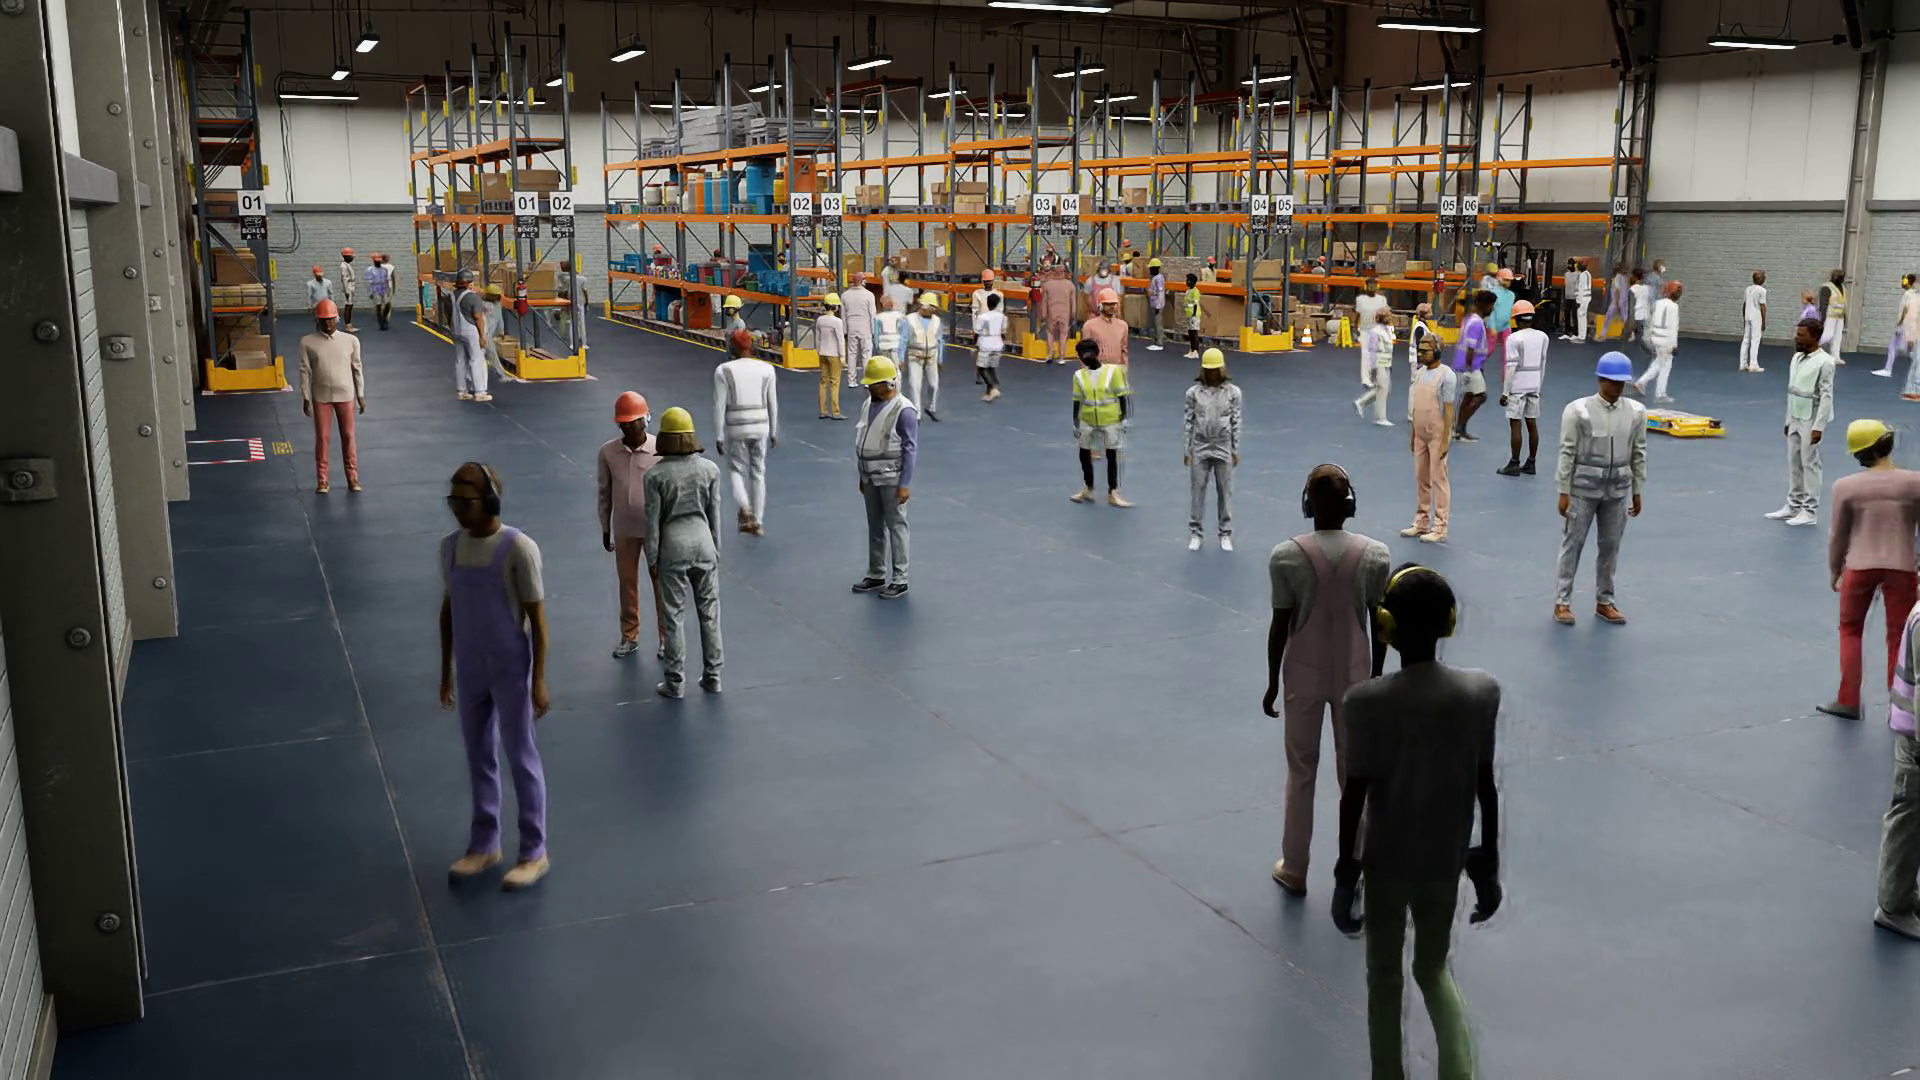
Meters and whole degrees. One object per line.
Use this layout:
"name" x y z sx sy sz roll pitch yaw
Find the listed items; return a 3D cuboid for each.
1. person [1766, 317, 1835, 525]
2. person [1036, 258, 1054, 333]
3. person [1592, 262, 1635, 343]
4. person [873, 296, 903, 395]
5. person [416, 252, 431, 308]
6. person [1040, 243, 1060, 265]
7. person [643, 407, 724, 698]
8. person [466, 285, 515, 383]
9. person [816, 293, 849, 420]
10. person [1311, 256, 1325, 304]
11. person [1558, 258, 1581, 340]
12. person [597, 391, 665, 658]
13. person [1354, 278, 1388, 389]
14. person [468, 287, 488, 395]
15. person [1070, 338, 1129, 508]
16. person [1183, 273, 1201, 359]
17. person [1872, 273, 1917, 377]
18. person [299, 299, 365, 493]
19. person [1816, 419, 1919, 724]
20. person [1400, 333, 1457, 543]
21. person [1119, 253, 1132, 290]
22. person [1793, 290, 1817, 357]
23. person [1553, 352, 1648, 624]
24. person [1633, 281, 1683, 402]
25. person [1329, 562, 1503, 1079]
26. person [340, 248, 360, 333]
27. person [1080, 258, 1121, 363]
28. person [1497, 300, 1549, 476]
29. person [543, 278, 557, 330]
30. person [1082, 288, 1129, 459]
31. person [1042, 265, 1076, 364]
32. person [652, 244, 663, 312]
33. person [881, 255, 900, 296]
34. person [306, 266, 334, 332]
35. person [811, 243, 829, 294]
"person" 7.853 -1.096 15.415 0.396 1.919 0.590 0 11 -1
"person" 1.838 -5.121 35.888 0.646 1.913 0.409 -2 11 -12
"person" 14.736 -5.291 37.095 1.013 1.796 0.495 10 15 42
"person" -1.101 -3.004 25.954 0.518 1.591 0.895 -3 11 -14
"person" -15.320 -7.312 47.430 0.345 1.759 0.519 -4 12 -20
"person" 2.583 -7.485 47.667 0.634 2.016 0.553 -2 11 -12
"person" -1.657 0.072 9.953 0.481 1.733 0.339 -6 13 -27
"person" -8.097 -3.520 28.403 1.014 1.662 0.475 3 12 16
"person" -1.785 -2.561 23.247 0.533 1.767 0.324 11 15 43
"person" 9.503 -6.618 43.931 0.348 1.744 0.575 -6 13 -29
"person" 13.937 -5.492 37.918 0.328 1.861 0.506 -6 12 -26
"person" -2.082 -0.095 10.772 0.567 1.743 0.352 2 11 8
"person" 6.794 -3.404 27.407 0.550 1.808 0.978 2 11 8
"person" -7.739 -3.174 26.388 0.334 1.753 0.562 4 12 19
"person" 1.398 -1.144 16.319 0.641 1.660 0.317 5 12 24
"person" 4.605 -4.440 32.995 0.322 1.689 0.531 -2 11 -11
"person" 16.612 -3.766 29.187 0.832 1.826 0.539 5 12 24
"person" -6.473 -1.480 17.171 0.626 1.992 0.387 -5 12 -24
"person" 5.268 0.188 9.396 0.683 1.720 0.339 6 13 28
"person" 4.138 -0.901 14.633 0.345 1.840 0.502 -5 12 -23
"person" 4.684 -7.135 46.500 0.526 1.767 0.314 5 12 25
"person" 13.698 -3.231 26.989 0.371 1.624 0.541 4 12 18
"person" 4.463 -0.349 11.598 0.626 1.934 0.439 0 11 -3
"person" 10.643 -3.005 25.266 0.512 1.867 0.589 -1 11 -3
"person" 1.370 0.991 4.956 0.529 1.854 0.519 -2 11 -10
"person" -14.742 -6.035 40.198 0.392 2.039 0.615 -2 11 -10
"person" 2.708 -4.415 31.968 0.784 2.000 0.547 0 11 1
"person" 6.164 -1.664 18.277 0.542 1.927 0.381 -5 12 -23
"person" -10.292 -6.022 41.264 0.519 1.597 0.859 -6 13 -29
"person" 1.715 -1.952 19.565 0.612 1.997 0.375 -5 12 -26
"person" 1.892 -4.315 31.856 0.656 1.888 0.671 1 11 3
"person" -8.610 -7.408 47.305 0.392 1.991 0.612 0 11 1
"person" -1.549 -5.568 38.169 0.408 1.909 0.642 4 12 18
"person" -14.176 -5.211 36.829 0.581 1.723 0.614 -10 15 -42
"person" -4.461 -8.475 52.882 0.587 1.930 0.355 -4 12 -19
